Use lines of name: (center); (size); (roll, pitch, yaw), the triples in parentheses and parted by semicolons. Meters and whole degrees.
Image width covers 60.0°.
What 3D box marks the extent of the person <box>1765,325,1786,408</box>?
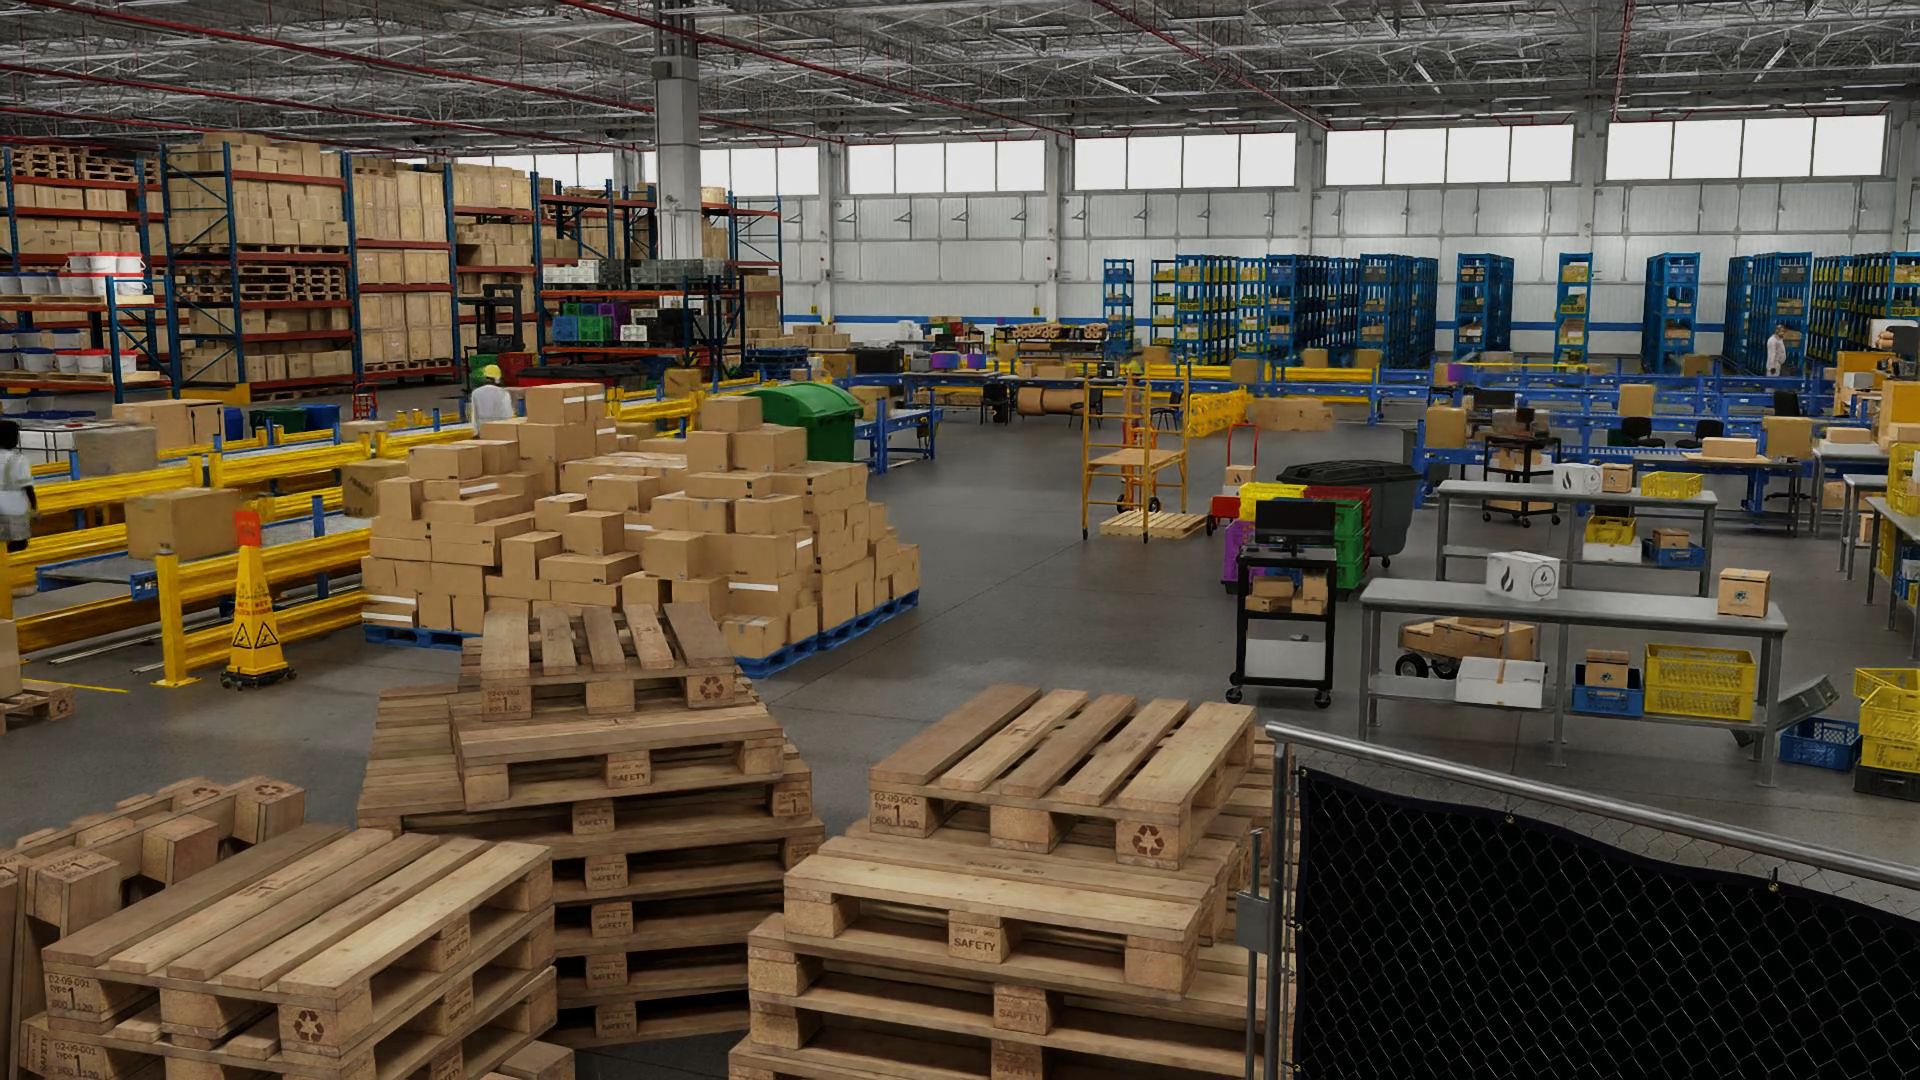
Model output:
person: (18.726, -3.983, 38.167); (0.406, 1.903, 0.636); (6, 11, 35)

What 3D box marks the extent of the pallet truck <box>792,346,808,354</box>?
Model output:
pallet truck: (-3.705, -4.298, 42.022); (0.653, 1.274, 1.630); (3, 10, 20)

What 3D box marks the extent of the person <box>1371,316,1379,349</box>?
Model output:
person: (13.119, -6.338, 52.656); (0.384, 1.993, 0.623); (3, 10, 19)

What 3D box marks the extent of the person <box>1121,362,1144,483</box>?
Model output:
person: (2.526, -1.712, 24.326); (0.315, 1.769, 0.525); (3, 10, 19)

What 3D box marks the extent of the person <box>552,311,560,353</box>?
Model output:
person: (-14.597, -7.438, 60.387); (0.502, 1.725, 0.428); (3, 10, 19)

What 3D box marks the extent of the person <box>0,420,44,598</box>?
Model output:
person: (-8.897, -0.283, 15.617); (0.539, 1.681, 0.360); (4, 10, 24)

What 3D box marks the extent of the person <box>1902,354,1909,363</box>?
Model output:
person: (26.272, -5.200, 46.085); (0.869, 1.819, 0.574); (2, 9, 11)

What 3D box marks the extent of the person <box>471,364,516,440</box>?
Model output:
person: (-6.389, -1.512, 22.907); (0.605, 1.814, 0.434); (3, 10, 20)

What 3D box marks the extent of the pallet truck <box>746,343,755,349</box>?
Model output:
pallet truck: (-6.183, -4.618, 44.264); (1.601, 1.201, 0.680); (-9, 12, -43)

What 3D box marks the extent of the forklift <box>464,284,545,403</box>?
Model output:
forklift: (-10.832, -4.702, 39.610); (1.129, 2.768, 1.873); (3, 10, 20)
